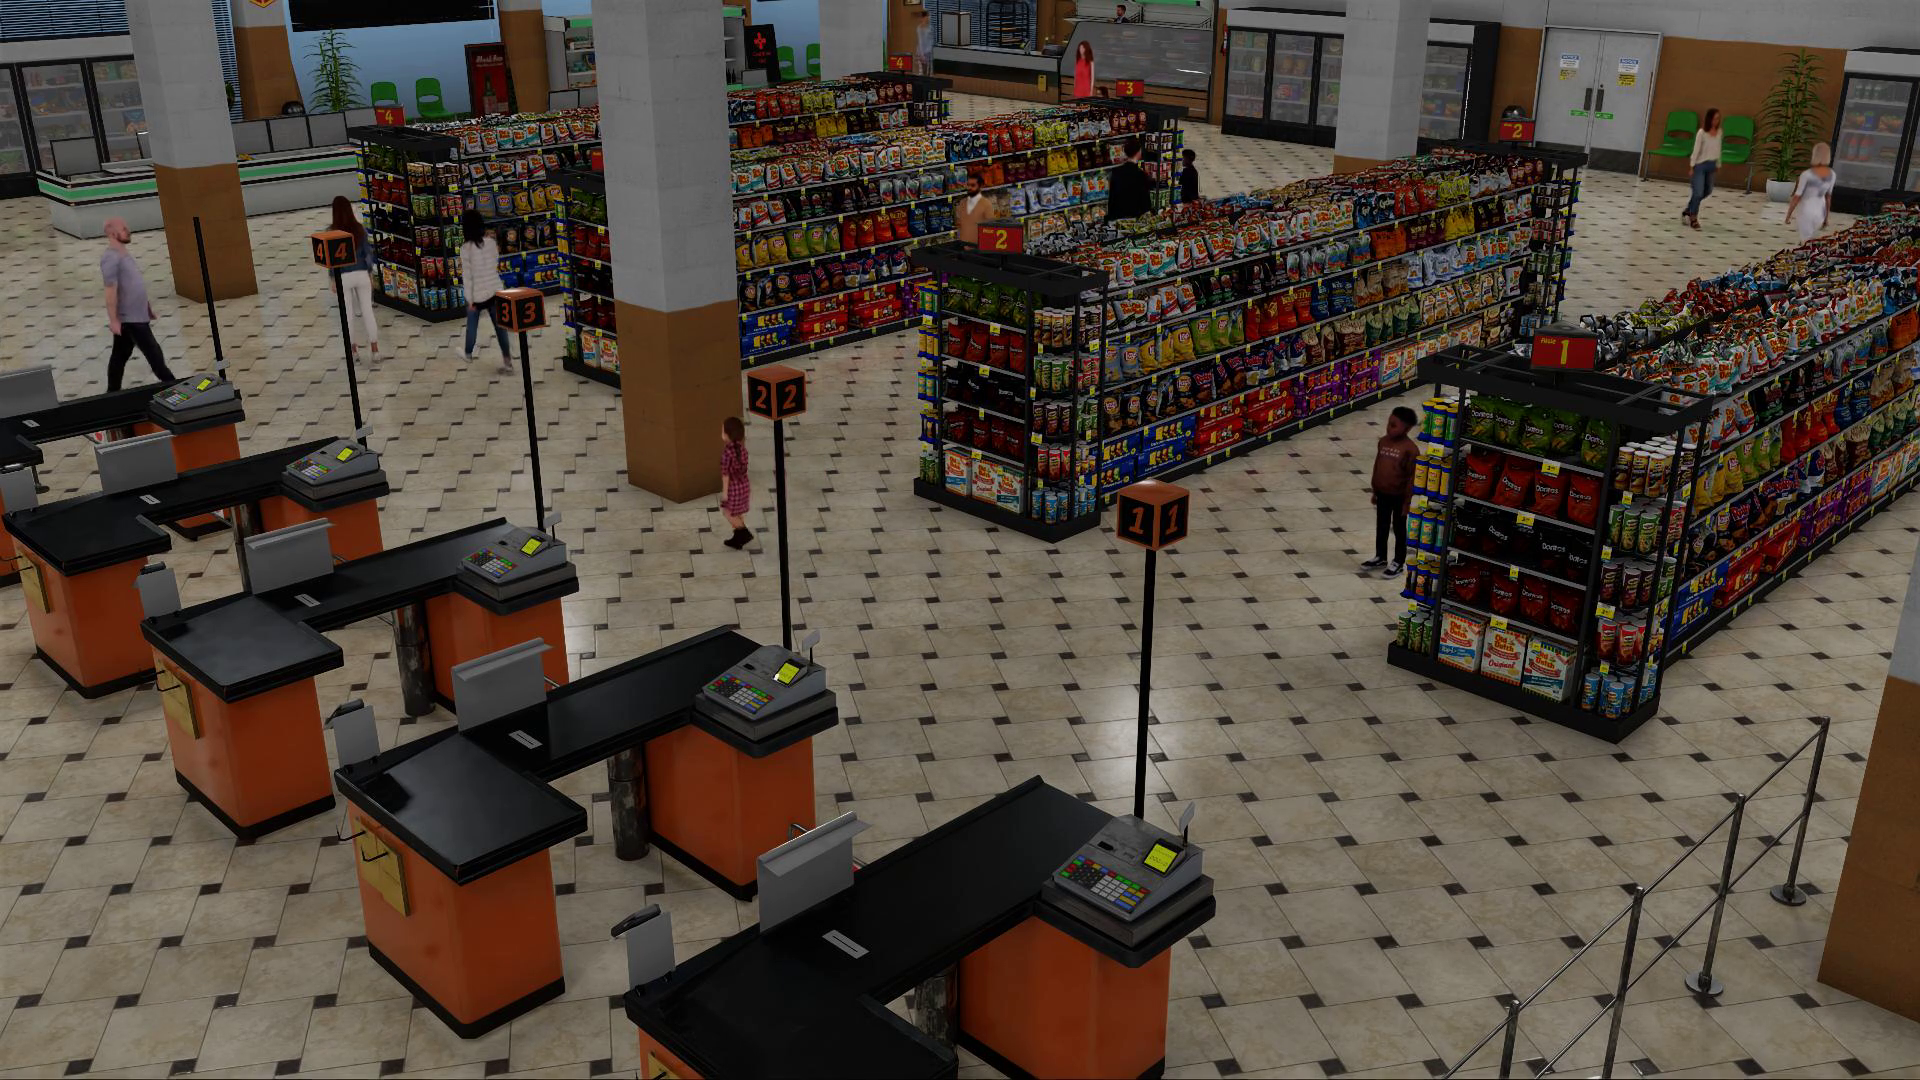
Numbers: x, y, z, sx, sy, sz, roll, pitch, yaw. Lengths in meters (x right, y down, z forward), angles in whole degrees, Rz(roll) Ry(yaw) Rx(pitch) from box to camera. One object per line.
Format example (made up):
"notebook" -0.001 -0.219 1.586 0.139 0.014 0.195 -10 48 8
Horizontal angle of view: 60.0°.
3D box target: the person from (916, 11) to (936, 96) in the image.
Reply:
"person" -0.831 -10.917 37.345 0.980 1.798 0.824 -18 28 -37

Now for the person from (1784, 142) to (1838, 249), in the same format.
"person" 10.146 -3.798 19.759 1.079 1.700 1.097 -2 22 -4

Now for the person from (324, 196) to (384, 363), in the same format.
"person" -6.137 -2.626 16.840 0.806 1.702 0.803 -11 25 -26

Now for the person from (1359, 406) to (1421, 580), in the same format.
"person" 3.081 -0.350 11.776 0.508 1.253 0.550 -15 26 -33

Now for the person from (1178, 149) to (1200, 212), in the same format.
"person" 3.171 -4.598 22.369 0.843 1.239 0.923 7 23 17

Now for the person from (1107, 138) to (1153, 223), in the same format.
"person" 1.895 -3.642 19.156 0.758 1.861 1.220 19 29 39

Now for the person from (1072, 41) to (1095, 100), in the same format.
"person" 2.356 -8.304 30.860 0.768 1.784 1.153 14 26 32

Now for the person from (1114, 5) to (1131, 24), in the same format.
"person" 3.714 -11.423 38.511 0.626 1.868 0.561 20 30 41

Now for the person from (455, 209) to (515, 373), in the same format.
"person" -4.676 -2.434 16.504 0.687 1.595 0.974 19 29 39

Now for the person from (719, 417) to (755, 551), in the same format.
"person" -1.628 -0.395 12.209 0.544 1.013 0.500 13 25 29

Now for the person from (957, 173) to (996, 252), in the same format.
"person" 0.205 -3.085 17.935 0.710 1.737 0.955 17 27 36

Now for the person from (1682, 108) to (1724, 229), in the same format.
"person" 10.420 -5.219 23.356 0.840 1.655 0.880 -9 24 -22

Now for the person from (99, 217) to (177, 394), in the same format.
"person" -7.683 -2.012 15.196 1.282 1.789 1.080 -5 23 -13
